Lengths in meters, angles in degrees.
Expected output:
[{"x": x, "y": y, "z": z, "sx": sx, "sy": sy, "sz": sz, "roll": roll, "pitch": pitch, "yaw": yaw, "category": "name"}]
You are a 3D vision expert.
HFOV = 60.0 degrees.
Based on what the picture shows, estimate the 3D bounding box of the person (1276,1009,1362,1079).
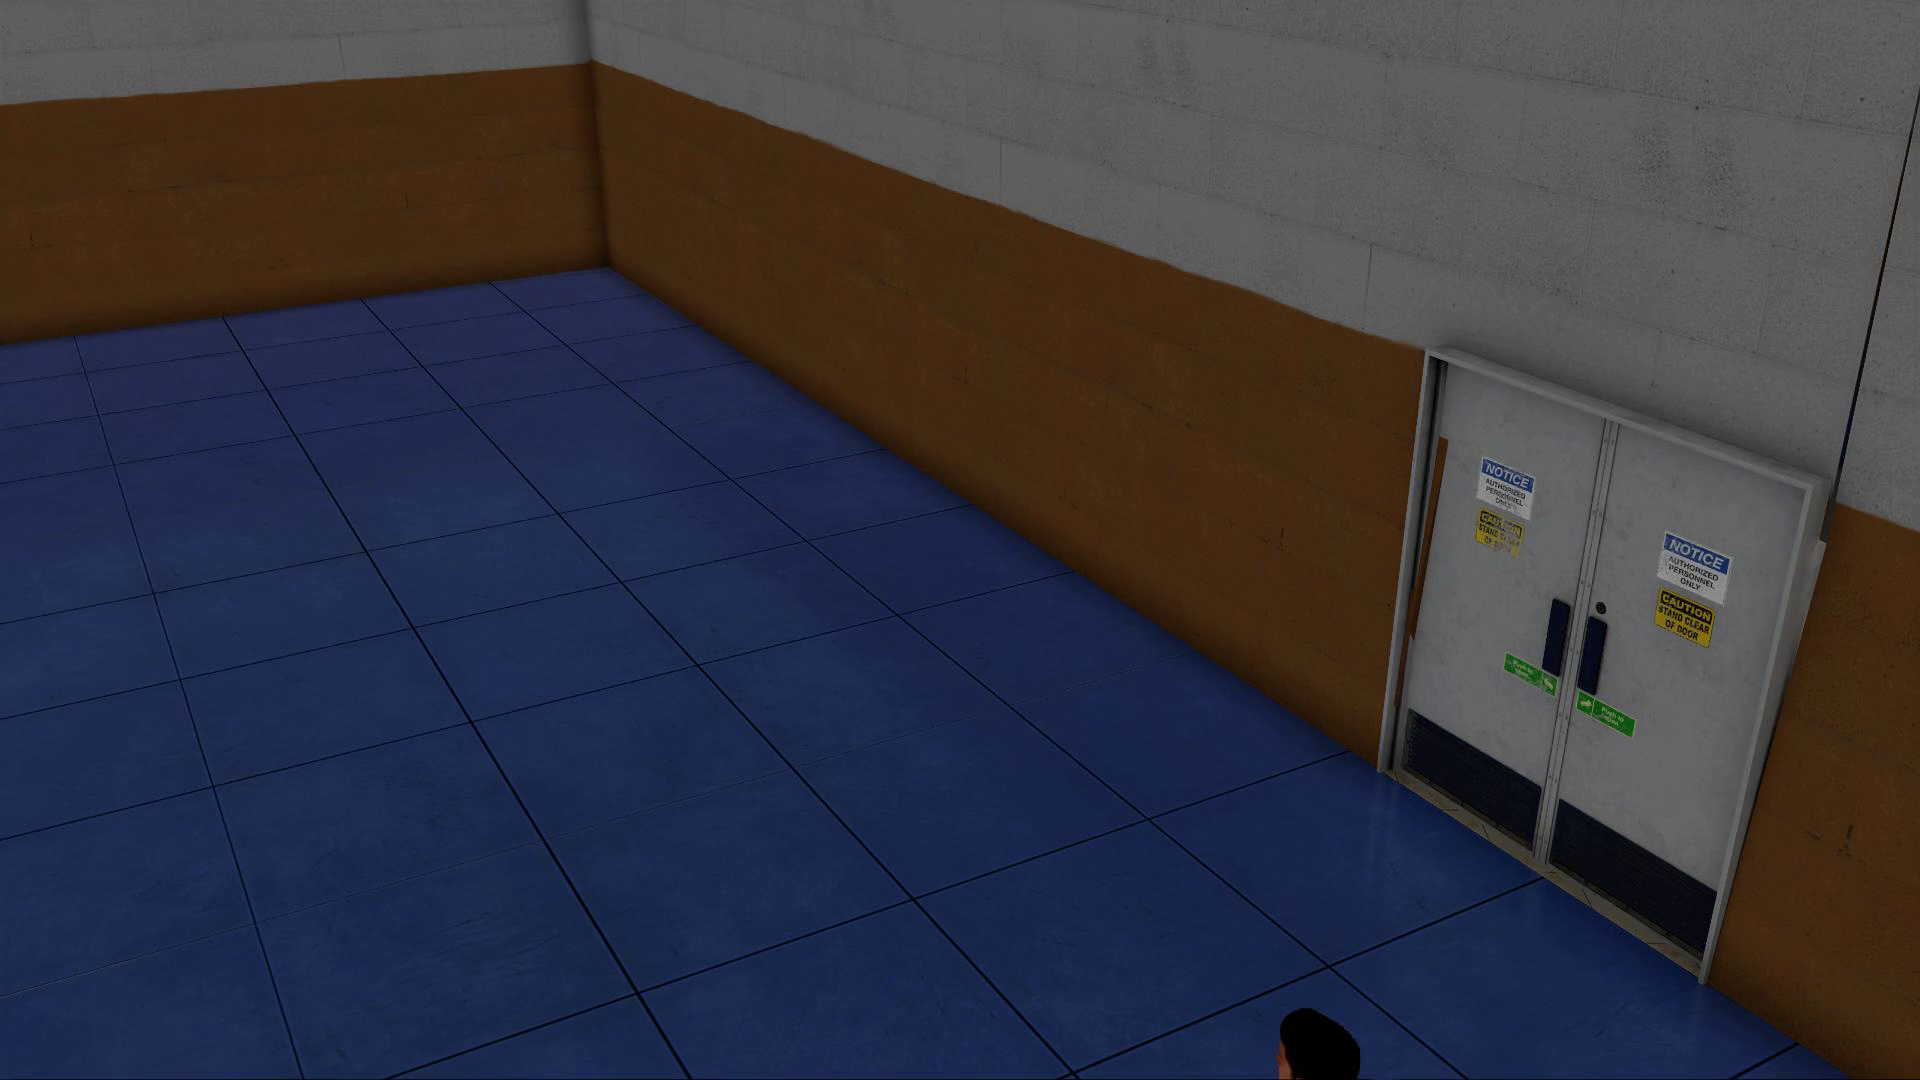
[{"x": 1.030, "y": 2.060, "z": 4.630, "sx": 0.825, "sy": 1.716, "sz": 0.725, "roll": 17, "pitch": 29, "yaw": 33, "category": "person"}]
